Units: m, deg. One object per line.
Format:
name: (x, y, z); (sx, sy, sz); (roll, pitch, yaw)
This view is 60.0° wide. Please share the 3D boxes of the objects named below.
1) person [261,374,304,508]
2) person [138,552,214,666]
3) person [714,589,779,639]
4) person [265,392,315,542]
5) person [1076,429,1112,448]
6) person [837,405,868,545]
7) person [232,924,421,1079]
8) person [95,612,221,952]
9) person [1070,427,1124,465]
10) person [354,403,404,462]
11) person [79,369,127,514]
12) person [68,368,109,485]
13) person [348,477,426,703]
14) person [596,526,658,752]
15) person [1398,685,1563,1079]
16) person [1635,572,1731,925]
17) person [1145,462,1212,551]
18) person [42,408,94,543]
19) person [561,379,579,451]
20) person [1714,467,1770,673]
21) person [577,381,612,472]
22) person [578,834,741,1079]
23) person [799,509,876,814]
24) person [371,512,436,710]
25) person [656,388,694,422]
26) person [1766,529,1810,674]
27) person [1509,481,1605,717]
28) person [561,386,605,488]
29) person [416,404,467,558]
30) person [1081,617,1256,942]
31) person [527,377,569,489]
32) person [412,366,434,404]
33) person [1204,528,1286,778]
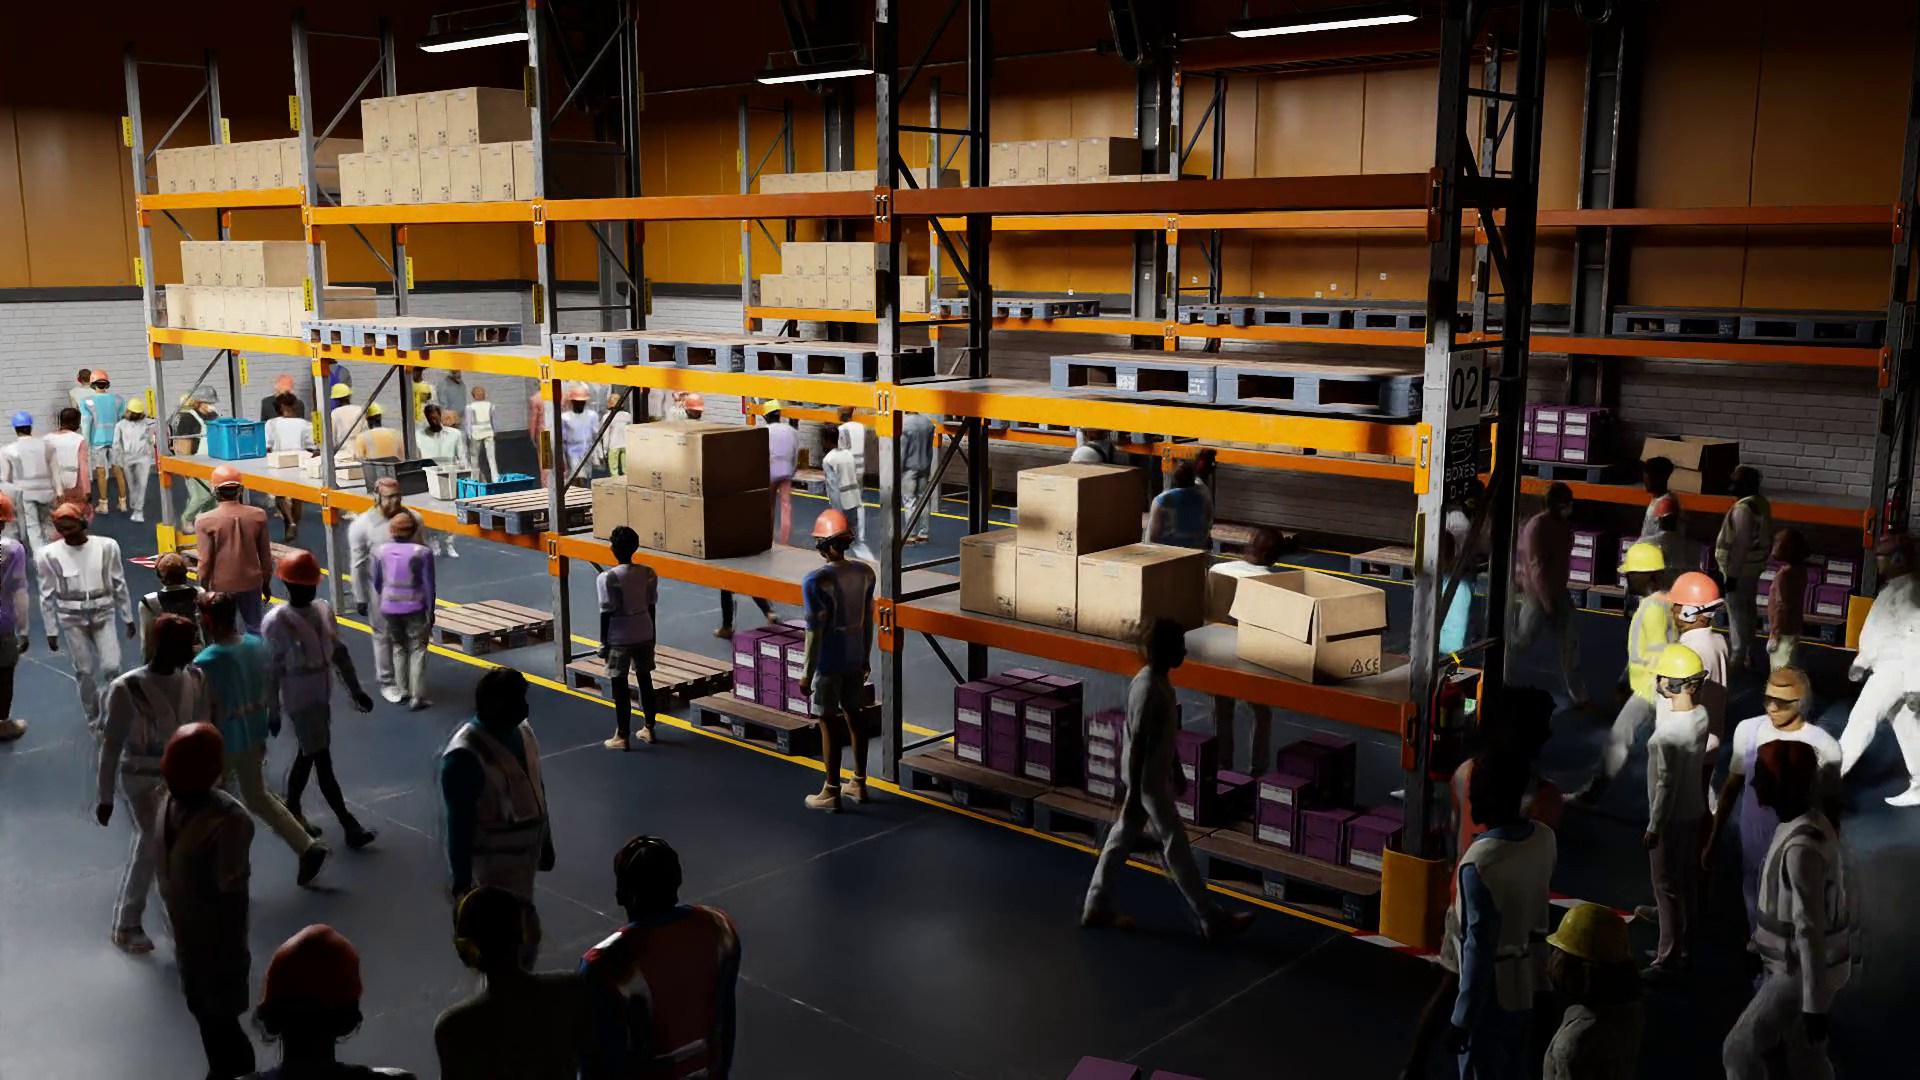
person: (-9.729, -1.417, 23.947); (0.651, 1.950, 0.532); (-1, 10, -8)
person: (-5.521, 0.894, 11.769); (0.307, 1.639, 0.525); (9, 13, 41)
person: (-2.062, 0.146, 15.870); (0.689, 1.679, 0.527); (9, 14, 42)
person: (-8.503, -0.906, 21.121); (0.664, 1.936, 0.701); (-6, 12, -32)
person: (1.615, -0.798, 20.465); (0.394, 1.946, 0.618); (9, 13, 41)
person: (-1.458, -0.832, 20.905); (0.726, 1.863, 0.611); (9, 13, 40)
person: (-1.704, 2.014, 4.465); (0.618, 1.978, 1.059); (-2, 10, -10)
person: (-4.196, 1.313, 8.848); (0.917, 1.835, 0.636); (3, 11, 19)
person: (1.330, -0.405, 17.980); (0.711, 2.000, 0.690); (10, 14, 43)
person: (-7.058, -0.710, 20.127); (0.626, 1.894, 0.588); (7, 12, 35)
person: (-12.126, -1.394, 23.567); (0.378, 2.041, 0.616); (9, 13, 41)
person: (-13.794, -1.793, 26.379); (0.375, 1.843, 0.575); (9, 13, 41)
person: (-4.707, 0.408, 13.793); (0.663, 1.893, 0.444); (-8, 13, -38)
person: (-2.498, 0.737, 12.494); (0.316, 1.695, 0.542); (9, 13, 41)
person: (2.331, 1.567, 7.228); (1.003, 1.909, 0.619); (-5, 11, -28)
person: (4.040, 1.161, 9.254); (0.386, 1.992, 0.625); (9, 13, 41)
person: (1.959, 0.193, 15.303); (0.721, 1.811, 0.434); (-5, 11, -26)
person: (-10.510, -0.626, 19.682); (0.659, 1.875, 0.685); (1, 10, 6)
person: (-7.187, -2.574, 30.685); (0.342, 1.883, 0.587); (9, 13, 41)
person: (6.936, 0.267, 14.796); (0.431, 1.834, 0.643); (8, 13, 38)
person: (-6.210, -2.128, 28.126); (0.607, 1.912, 0.886); (-6, 12, -32)
person: (-1.032, 1.883, 5.610); (0.429, 1.842, 0.636); (9, 13, 41)
person: (-0.843, 0.804, 11.138); (0.378, 2.041, 0.616); (9, 13, 41)
person: (-4.561, 0.579, 13.635); (0.539, 1.602, 0.504); (0, 10, 3)
person: (-4.798, -2.174, 28.415); (1.024, 1.879, 0.630); (8, 13, 37)
person: (6.316, 0.722, 12.759); (0.270, 1.631, 0.509); (9, 13, 41)
person: (4.788, 0.460, 13.601); (0.638, 1.905, 1.005); (-7, 12, -36)
person: (-5.192, -1.165, 22.740); (0.547, 1.893, 1.023); (-7, 12, -36)
person: (-6.274, -0.712, 20.144); (0.648, 1.895, 0.464); (-6, 12, -32)
person: (1.114, 1.299, 9.040); (0.980, 1.790, 0.533); (2, 10, 11)
person: (-6.278, -1.625, 25.346); (0.685, 1.874, 0.423); (-9, 13, -41)
person: (-8.750, -1.935, 26.890); (0.488, 1.943, 0.645); (-7, 12, -35)
person: (1.943, 0.845, 11.411); (0.693, 1.876, 0.370); (3, 10, 17)
